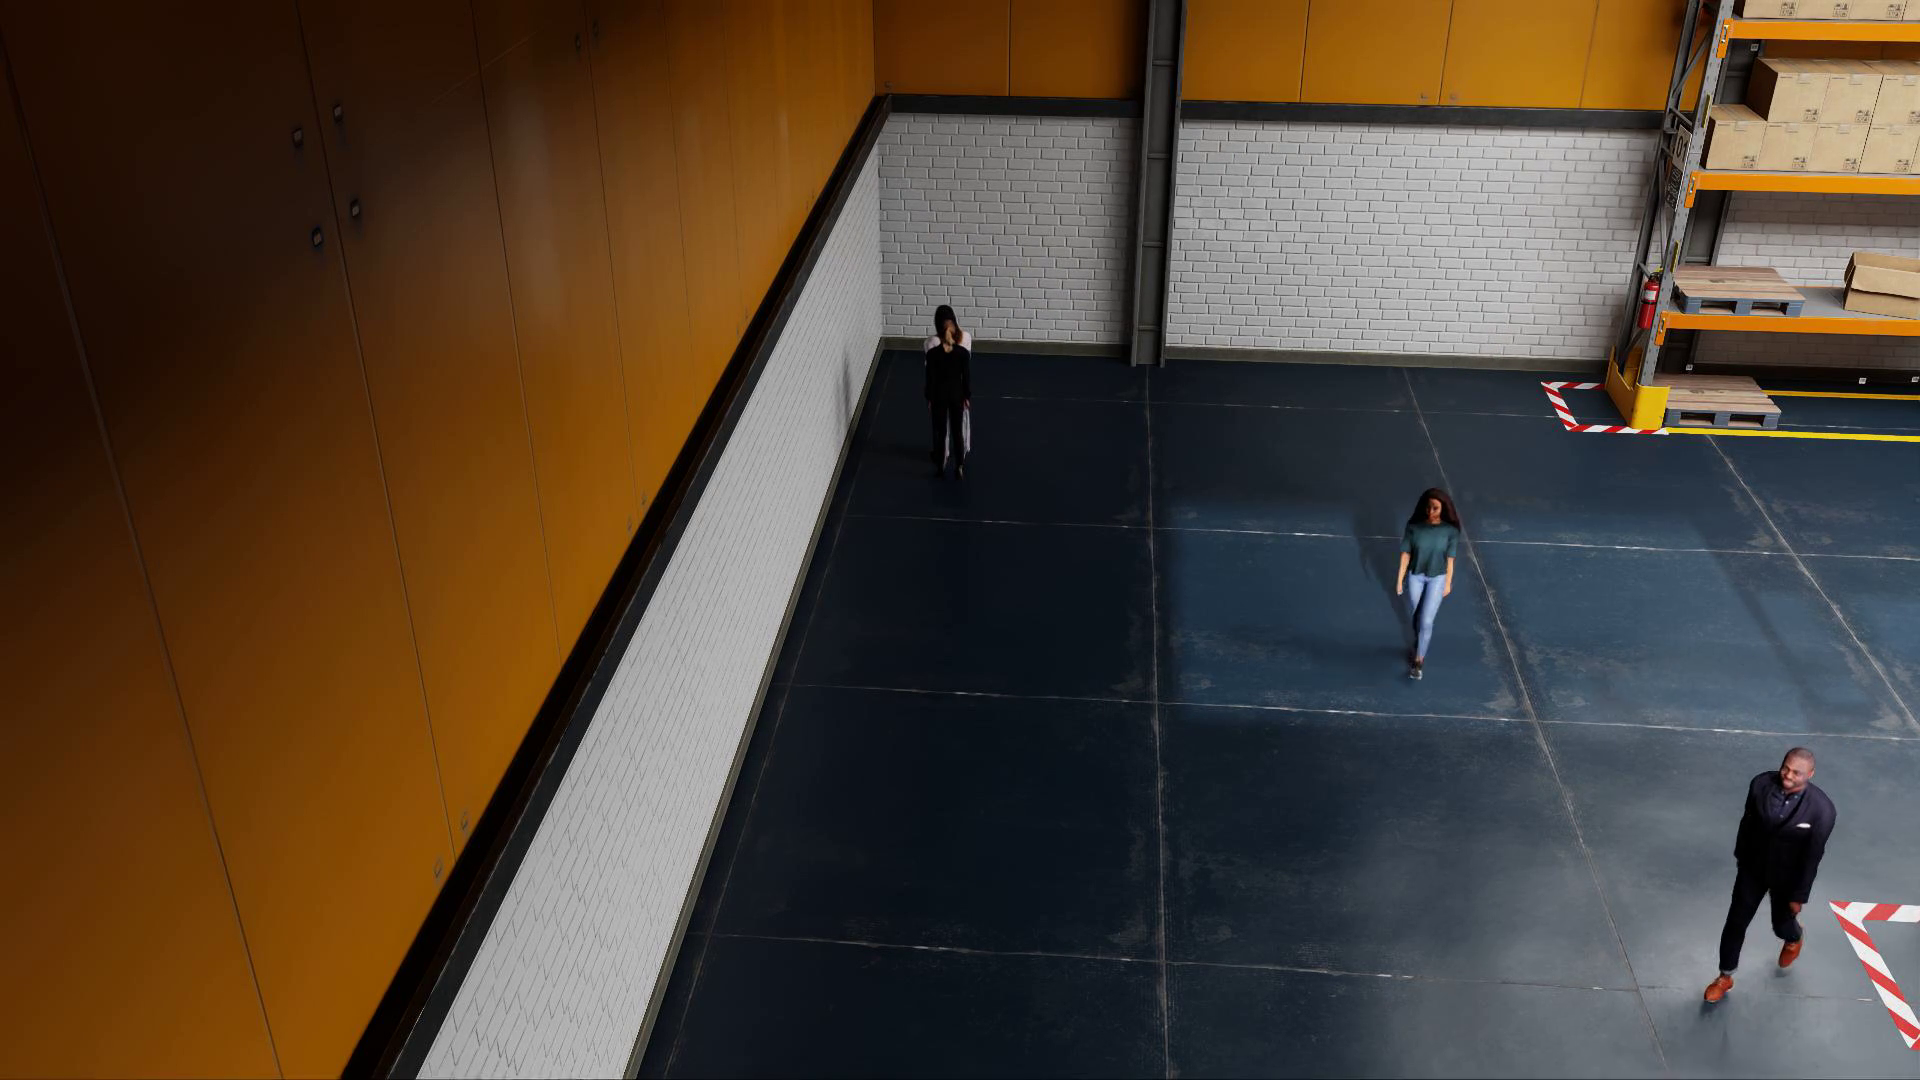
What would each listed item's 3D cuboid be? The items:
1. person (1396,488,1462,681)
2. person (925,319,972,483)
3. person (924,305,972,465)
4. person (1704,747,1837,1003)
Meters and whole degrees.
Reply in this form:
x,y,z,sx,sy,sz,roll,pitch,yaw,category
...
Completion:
x,y,z,sx,sy,sz,roll,pitch,yaw,category
3.846,0.279,13.667,0.879,1.592,0.826,13,31,22,person
-0.123,-1.391,16.611,0.531,1.705,0.719,-3,29,-6,person
-0.126,-1.604,17.028,0.728,1.679,0.842,-12,31,-21,person
5.069,2.032,10.244,1.217,1.793,1.146,-21,35,-34,person
